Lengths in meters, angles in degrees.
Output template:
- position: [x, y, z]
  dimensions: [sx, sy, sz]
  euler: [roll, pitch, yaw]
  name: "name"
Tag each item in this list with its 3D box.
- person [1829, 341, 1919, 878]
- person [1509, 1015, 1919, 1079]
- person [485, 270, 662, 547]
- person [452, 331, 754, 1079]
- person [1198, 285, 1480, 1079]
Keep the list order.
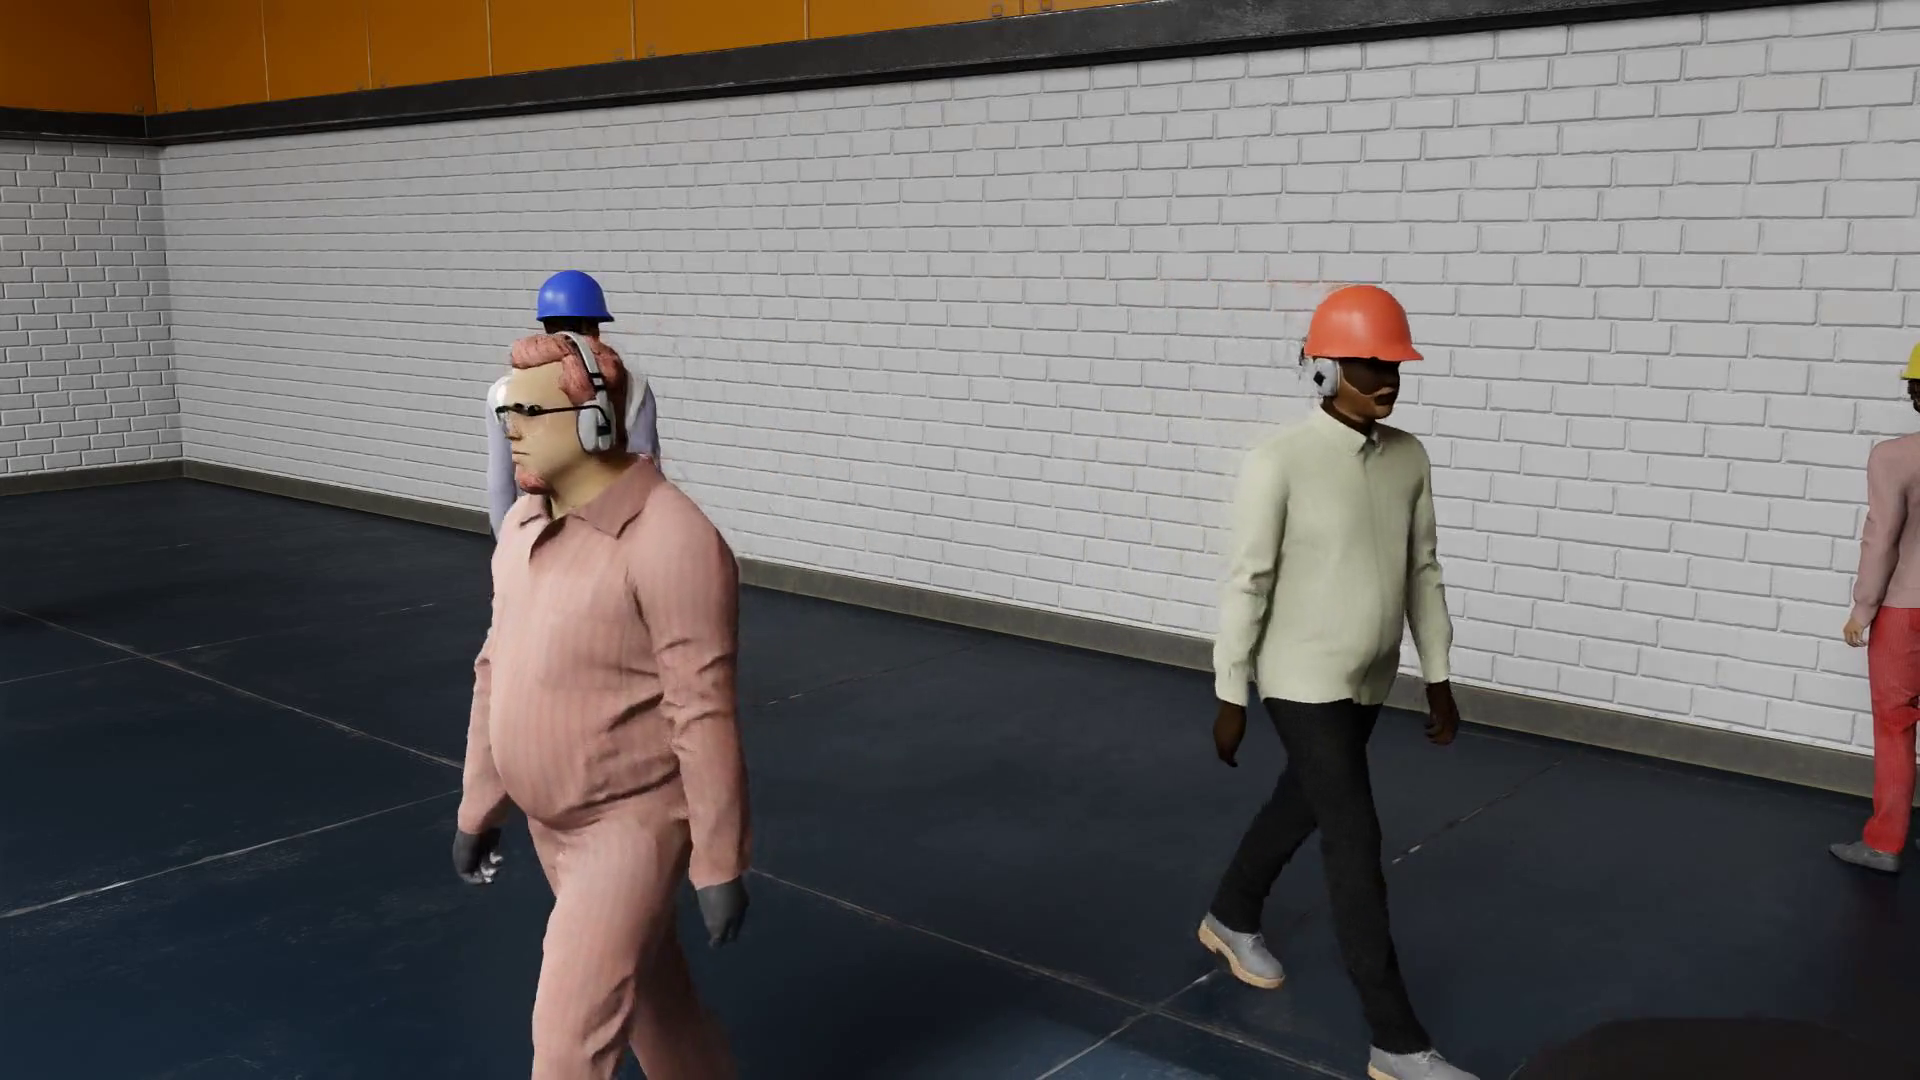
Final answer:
- position: [3.113, 0.211, 5.368]
  dimensions: [0.532, 1.766, 0.316]
  euler: [-1, 10, -8]
  name: "person"
- position: [0.587, 0.917, 0.939]
  dimensions: [0.672, 1.917, 0.438]
  euler: [6, 12, 30]
  name: "person"
- position: [-1.338, 0.037, 5.845]
  dimensions: [0.605, 1.944, 0.402]
  euler: [0, 10, -2]
  name: "person"
- position: [-0.776, 0.555, 3.124]
  dimensions: [0.958, 1.863, 0.671]
  euler: [-8, 13, -40]
  name: "person"
- position: [0.937, 0.329, 4.219]
  dimensions: [0.632, 1.942, 1.062]
  euler: [-7, 12, -35]
  name: "person"
